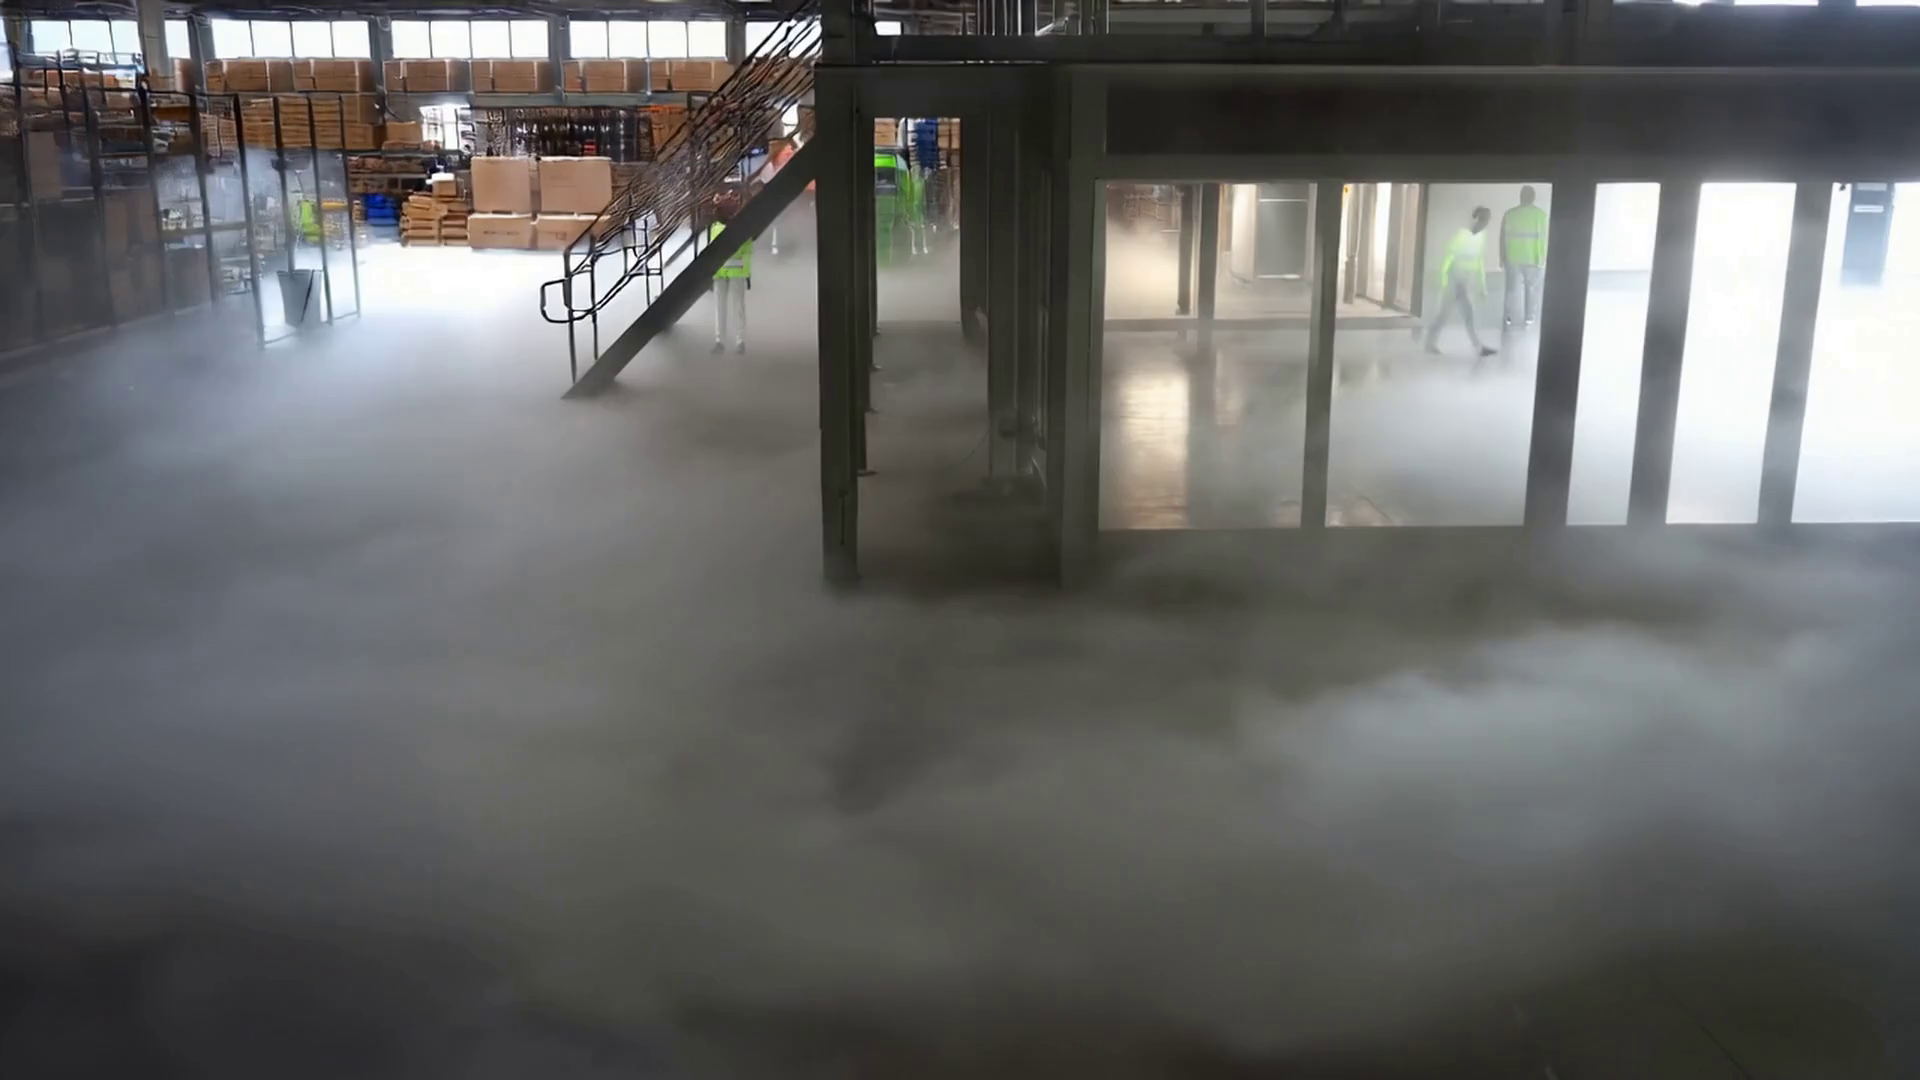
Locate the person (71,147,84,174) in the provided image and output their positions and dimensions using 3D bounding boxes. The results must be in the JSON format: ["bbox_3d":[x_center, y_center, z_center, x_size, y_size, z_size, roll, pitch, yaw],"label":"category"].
[{"bbox_3d":[-40.413,-17.134,76.206,0.536,1.699,0.322,-10,17,-34],"label":"person"}]

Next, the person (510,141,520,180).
[{"bbox_3d":[-22.200,-18.826,82.518,0.753,1.924,0.602,-10,17,-35],"label":"person"}]

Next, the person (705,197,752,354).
[{"bbox_3d":[-2.808,-3.198,20.136,0.584,1.882,0.345,2,14,6],"label":"person"}]

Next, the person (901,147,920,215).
[{"bbox_3d":[-1.487,-10.918,50.669,0.615,2.041,0.392,7,16,26],"label":"person"}]

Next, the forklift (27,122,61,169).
[{"bbox_3d":[-35.376,-14.773,64.377,1.129,2.768,1.873,-1,14,-2],"label":"forklift"}]

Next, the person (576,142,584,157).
[{"bbox_3d":[-19.147,-19.160,84.035,0.404,1.834,0.591,-10,17,-36],"label":"person"}]
